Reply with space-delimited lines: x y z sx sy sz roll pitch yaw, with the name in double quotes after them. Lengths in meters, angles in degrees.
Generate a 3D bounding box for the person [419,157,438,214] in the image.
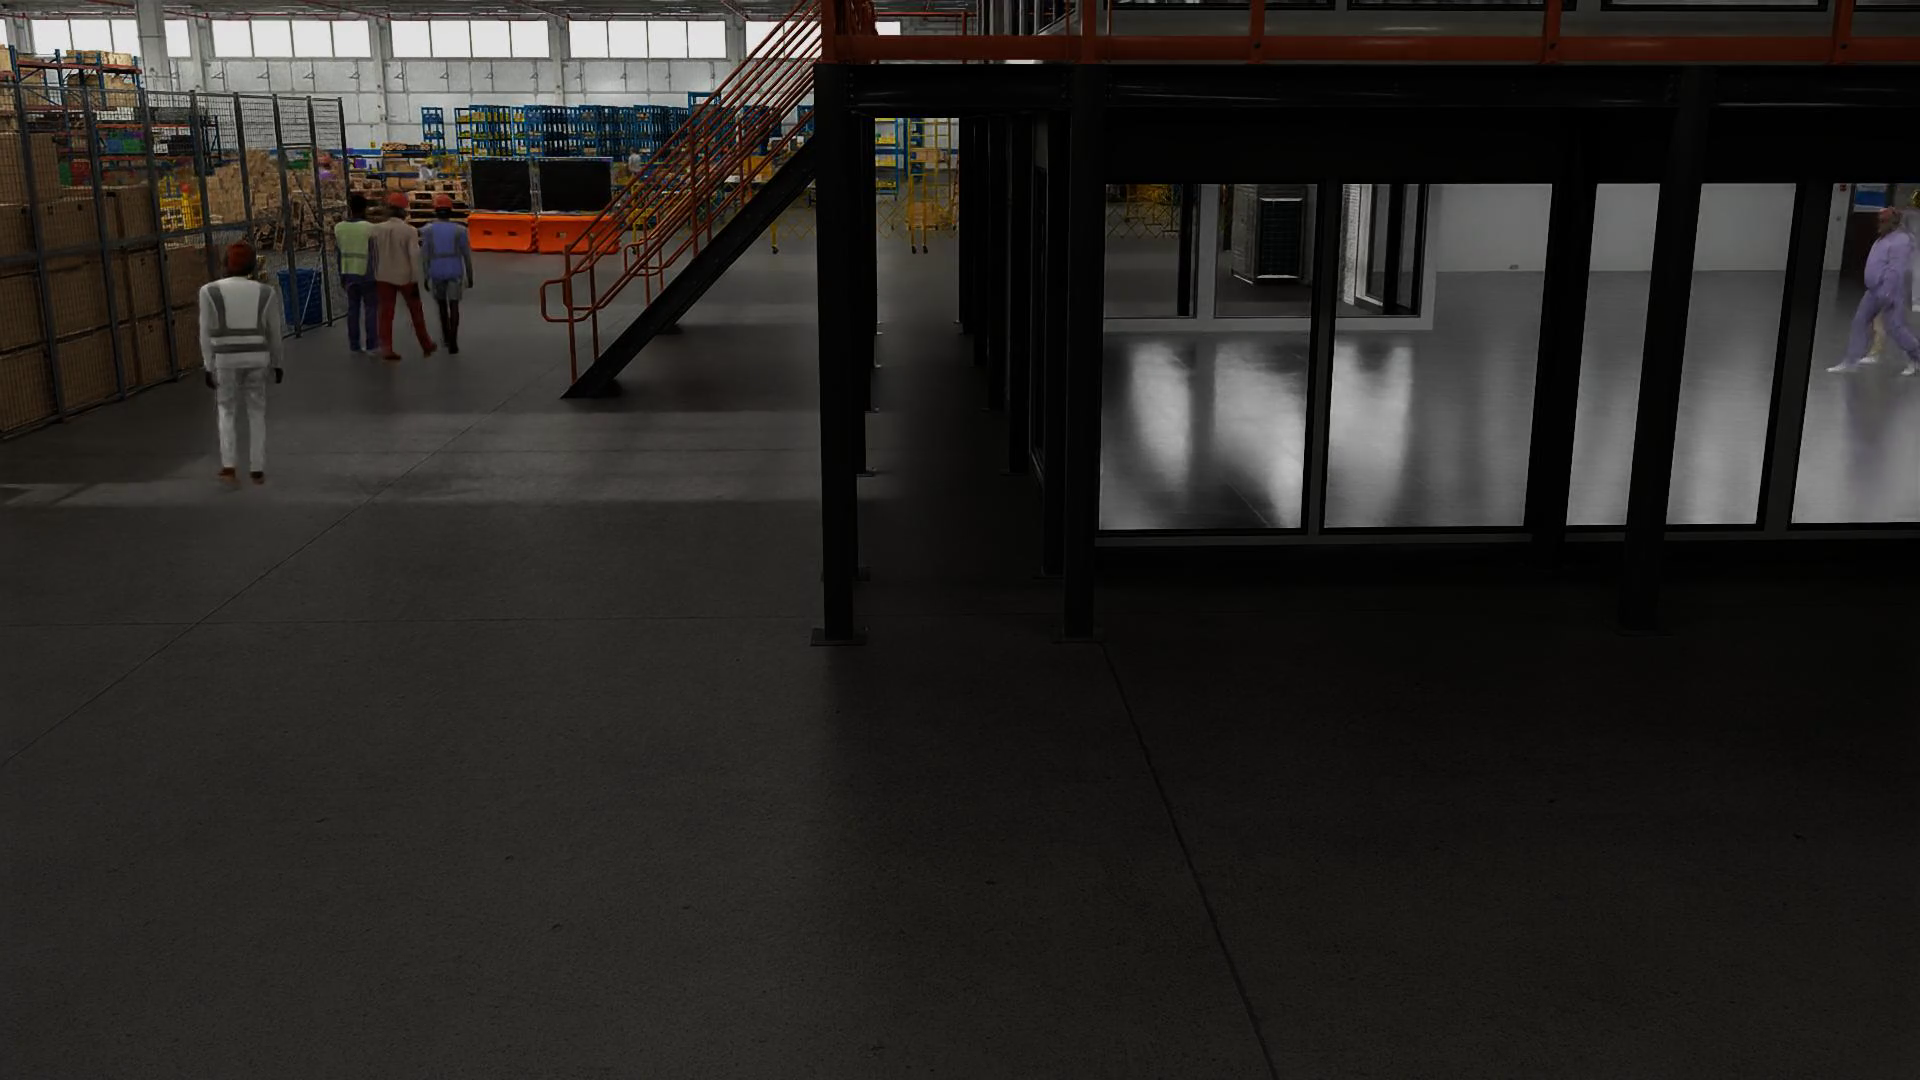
-15.709 -10.428 49.206 0.582 1.800 0.770 -9 17 -33 "person"

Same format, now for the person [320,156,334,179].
-16.087 -8.814 42.497 0.579 1.924 0.400 12 19 41 "person"

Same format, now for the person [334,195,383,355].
-7.218 -3.176 20.016 0.591 1.908 0.395 4 15 14 "person"

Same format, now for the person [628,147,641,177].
-12.201 -13.727 62.202 0.398 1.901 0.658 7 16 26 "person"

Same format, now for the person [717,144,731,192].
-8.275 -12.901 58.584 0.369 2.048 0.608 13 19 42 "person"

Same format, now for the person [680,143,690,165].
-13.875 -19.225 84.287 0.589 1.837 0.404 -5 15 -20 "person"

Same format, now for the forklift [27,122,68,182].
-35.376 -14.773 64.377 1.129 2.768 1.873 -1 14 -2 "forklift"

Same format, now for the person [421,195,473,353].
-6.283 -3.269 20.420 0.572 1.879 1.010 -4 14 -14 "person"

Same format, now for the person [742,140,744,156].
-11.413 -20.299 88.293 0.411 1.987 0.607 -4 15 -15 "person"

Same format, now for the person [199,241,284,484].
-5.517 -1.361 12.845 0.599 1.855 0.481 -8 16 -29 "person"

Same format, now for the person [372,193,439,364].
-6.539 -3.073 19.506 0.629 1.945 0.998 2 14 9 "person"
